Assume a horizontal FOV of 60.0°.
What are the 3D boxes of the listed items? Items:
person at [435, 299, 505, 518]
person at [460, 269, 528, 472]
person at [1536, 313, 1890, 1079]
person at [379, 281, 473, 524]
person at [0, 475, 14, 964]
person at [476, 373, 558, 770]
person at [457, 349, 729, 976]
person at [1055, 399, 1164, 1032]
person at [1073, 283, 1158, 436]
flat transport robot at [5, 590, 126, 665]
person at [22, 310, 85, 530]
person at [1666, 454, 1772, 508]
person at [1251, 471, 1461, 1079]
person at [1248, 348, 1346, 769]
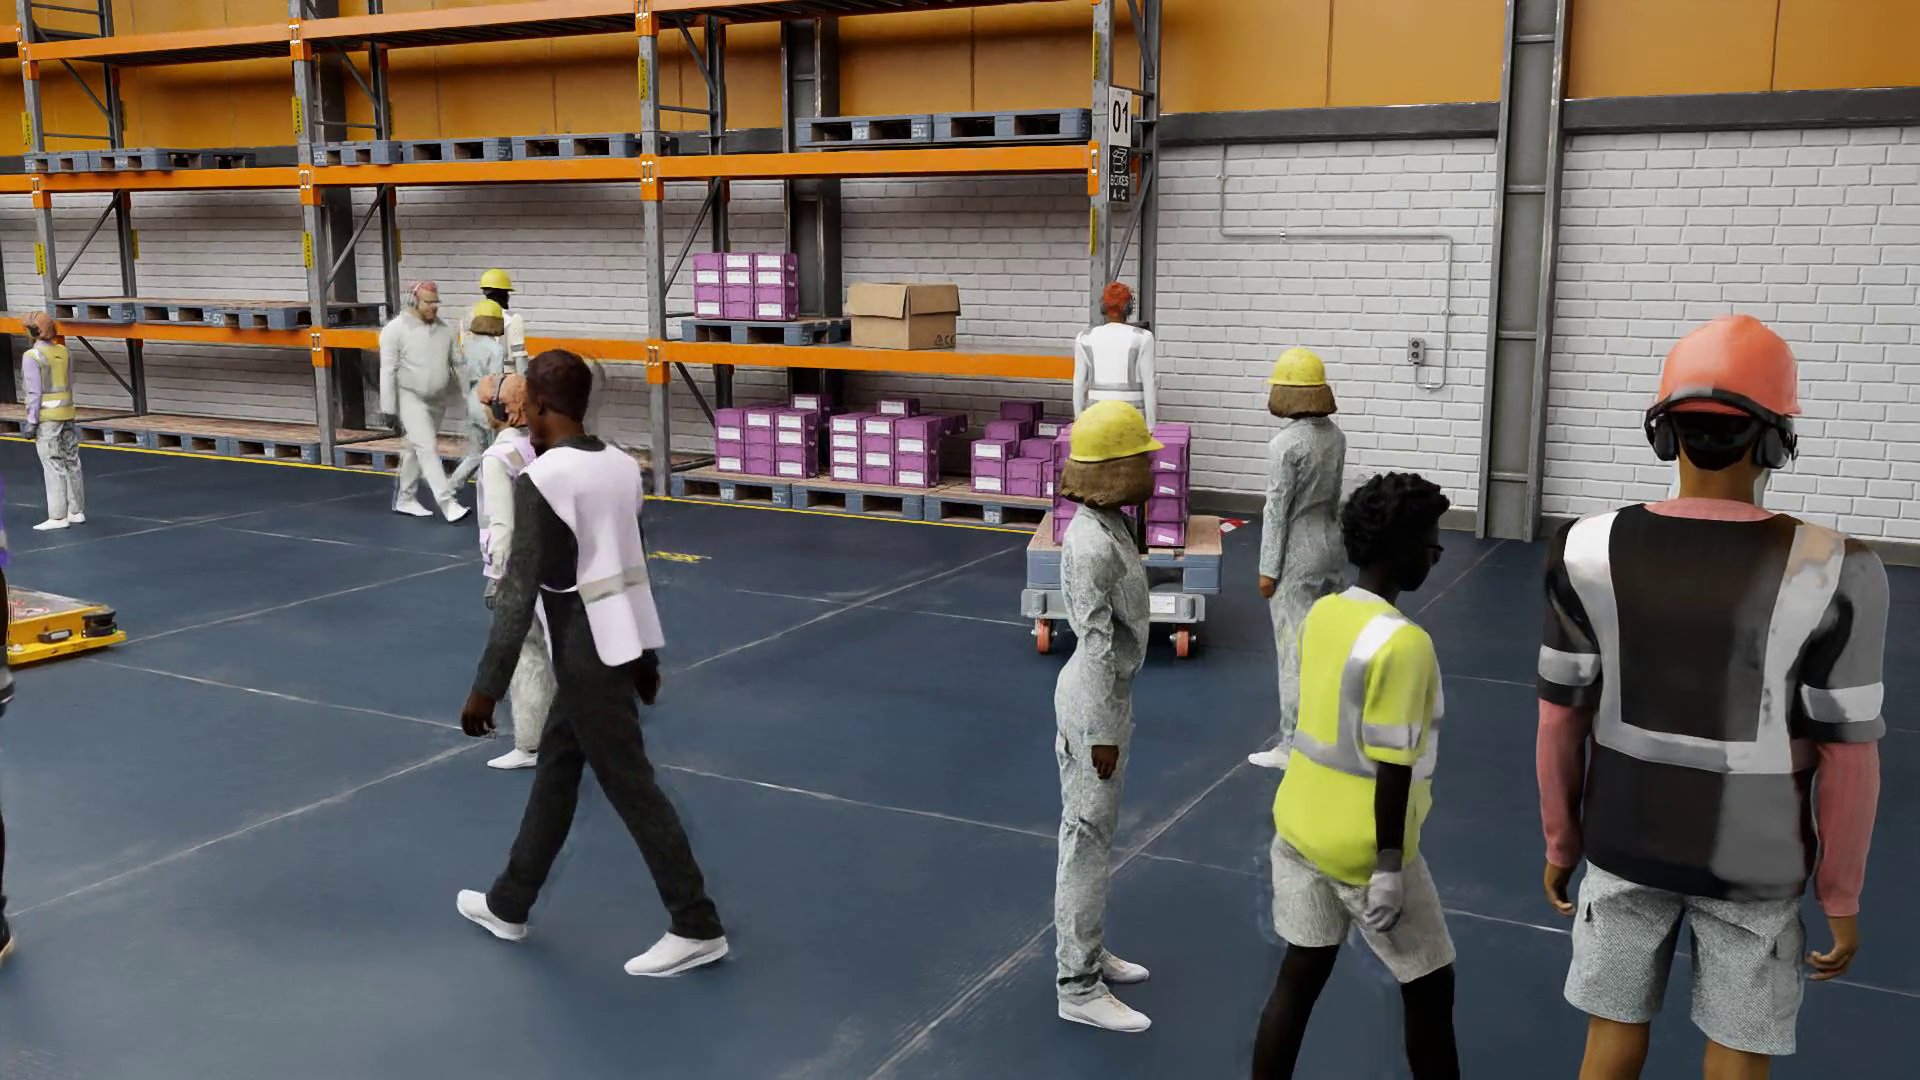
[{"bbox_3d":[-3.695,-0.977,12.738,0.506,1.711,0.658,7,13,35],"label":"person"},{"bbox_3d":[-3.810,-1.260,13.702,0.590,1.923,0.384,3,11,16],"label":"person"},{"bbox_3d":[1.412,0.595,3.203,0.608,2.045,0.369,7,13,34],"label":"person"},{"bbox_3d":[-4.044,-1.046,12.725,1.006,1.839,0.667,6,12,30],"label":"person"},{"bbox_3d":[-3.077,0.335,4.857,0.608,1.963,0.370,0,10,0],"label":"person"},{"bbox_3d":[-1.814,0.129,6.868,0.310,1.638,0.523,2,10,9],"label":"person"},{"bbox_3d":[-1.139,0.367,4.989,0.987,1.849,0.707,2,10,9],"label":"person"},{"bbox_3d":[0.411,0.479,4.656,0.285,1.746,0.487,1,10,7],"label":"person"},{"bbox_3d":[1.045,-0.795,11.311,0.608,1.880,0.380,3,11,18],"label":"person"},{"bbox_3d":[-5.207,0.436,8.934,1.431,0.197,0.652,6,12,32],"label":"flat transport robot"},{"bbox_3d":[-6.814,-0.895,12.472,0.310,1.642,0.514,1,10,4],"label":"person"},{"bbox_3d":[2.971,0.115,6.666,0.347,1.743,0.557,-1,10,-4],"label":"person"},{"bbox_3d":[1.000,0.673,3.797,0.797,1.656,0.545,-2,11,-13],"label":"person"},{"bbox_3d":[1.400,0.080,6.880,0.485,1.738,0.345,-10,14,-44],"label":"person"}]
